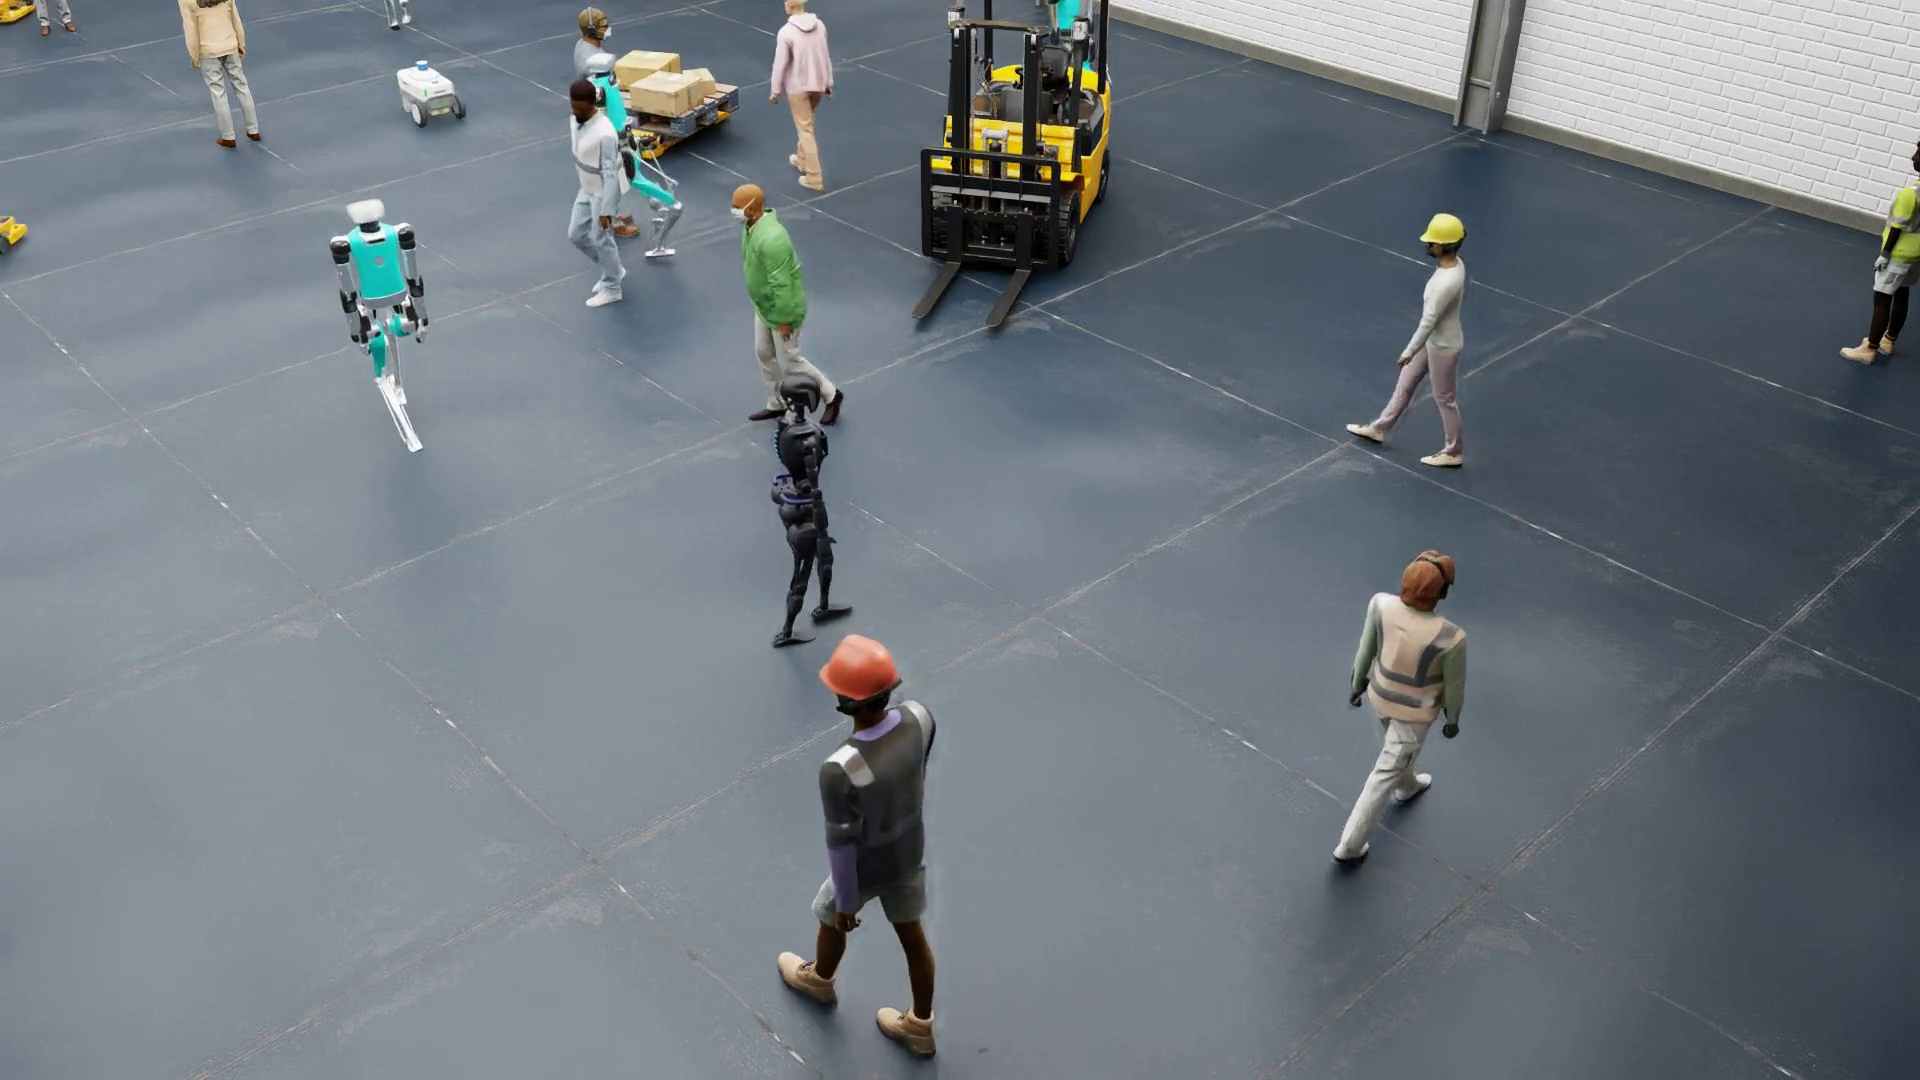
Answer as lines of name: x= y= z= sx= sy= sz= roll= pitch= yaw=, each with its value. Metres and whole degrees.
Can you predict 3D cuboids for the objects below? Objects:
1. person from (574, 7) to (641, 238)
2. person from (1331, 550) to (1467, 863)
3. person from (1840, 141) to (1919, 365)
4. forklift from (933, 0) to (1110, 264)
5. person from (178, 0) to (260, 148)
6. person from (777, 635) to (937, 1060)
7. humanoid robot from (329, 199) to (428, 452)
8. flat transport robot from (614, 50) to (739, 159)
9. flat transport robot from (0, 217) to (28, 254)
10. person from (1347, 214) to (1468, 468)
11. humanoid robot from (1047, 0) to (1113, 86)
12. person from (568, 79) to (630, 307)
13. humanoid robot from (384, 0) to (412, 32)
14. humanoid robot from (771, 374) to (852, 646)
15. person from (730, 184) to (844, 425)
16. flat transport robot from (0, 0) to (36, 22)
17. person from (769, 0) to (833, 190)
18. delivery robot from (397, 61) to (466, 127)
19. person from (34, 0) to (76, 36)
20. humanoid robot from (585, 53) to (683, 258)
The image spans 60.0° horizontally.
person: x=-3.017 y=-3.526 z=14.065 sx=0.373 sy=1.939 sz=0.628 roll=-11 pitch=35 yaw=-16
person: x=2.076 y=0.764 z=7.786 sx=0.882 sy=1.599 sz=0.524 roll=-25 pitch=41 yaw=-33
person: x=6.858 y=-2.100 z=12.096 sx=0.534 sy=1.693 sz=0.320 roll=-21 pitch=39 yaw=-29
forklift: x=0.570 y=-3.725 z=14.138 sx=1.214 sy=2.155 sz=2.313 roll=9 pitch=34 yaw=13
person: x=-7.108 y=-4.706 z=15.935 sx=0.399 sy=1.875 sz=0.567 roll=27 pitch=42 yaw=35
person: x=-0.423 y=1.199 z=6.739 sx=0.954 sy=2.000 sz=0.627 roll=26 pitch=41 yaw=34
humanoid robot: x=-3.933 y=-1.540 z=11.252 sx=0.531 sy=1.781 sz=1.035 roll=-18 pitch=37 yaw=-26
flat transport robot: x=-2.950 y=-4.131 z=16.523 sx=0.659 sy=0.231 sz=1.431 roll=15 pitch=36 yaw=21
flat transport robot: x=-8.436 y=-2.365 z=13.809 sx=0.659 sy=0.231 sz=1.431 roll=1 pitch=33 yaw=2
person: x=2.989 y=-1.286 z=10.811 sx=0.865 sy=1.728 sz=0.532 roll=8 pitch=34 yaw=13
humanoid robot: x=1.220 y=-4.494 z=15.817 sx=0.552 sy=1.872 sz=0.830 roll=-23 pitch=40 yaw=-31
person: x=-2.790 y=-2.654 z=12.781 sx=0.460 sy=1.875 sz=0.674 roll=-21 pitch=39 yaw=-29
humanoid robot: x=-6.564 y=-6.700 z=19.177 sx=0.531 sy=1.775 sz=1.018 roll=-5 pitch=33 yaw=-7
humanoid robot: x=-0.826 y=-0.165 z=9.141 sx=0.556 sy=1.640 sz=0.589 roll=-11 pitch=35 yaw=-17
person: x=-1.175 y=-1.596 z=11.278 sx=0.650 sy=1.744 sz=0.562 roll=-14 pitch=36 yaw=-21
flat transport robot: x=-11.969 y=-6.403 z=20.014 sx=1.431 sy=0.231 sz=0.659 roll=0 pitch=33 yaw=-1
person: x=-1.490 y=-4.127 z=15.154 sx=0.572 sy=1.748 sz=0.817 roll=-26 pitch=41 yaw=-34
delivery robot: x=-5.418 y=-4.562 z=16.920 sx=0.499 sy=0.593 sz=0.797 roll=-23 pitch=40 yaw=-31
person: x=-10.622 y=-6.692 z=19.187 sx=0.470 sy=1.651 sz=0.310 roll=-18 pitch=37 yaw=-25
humanoid robot: x=-2.560 y=-3.043 z=13.558 sx=0.791 sy=1.825 sz=0.530 roll=0 pitch=33 yaw=0
